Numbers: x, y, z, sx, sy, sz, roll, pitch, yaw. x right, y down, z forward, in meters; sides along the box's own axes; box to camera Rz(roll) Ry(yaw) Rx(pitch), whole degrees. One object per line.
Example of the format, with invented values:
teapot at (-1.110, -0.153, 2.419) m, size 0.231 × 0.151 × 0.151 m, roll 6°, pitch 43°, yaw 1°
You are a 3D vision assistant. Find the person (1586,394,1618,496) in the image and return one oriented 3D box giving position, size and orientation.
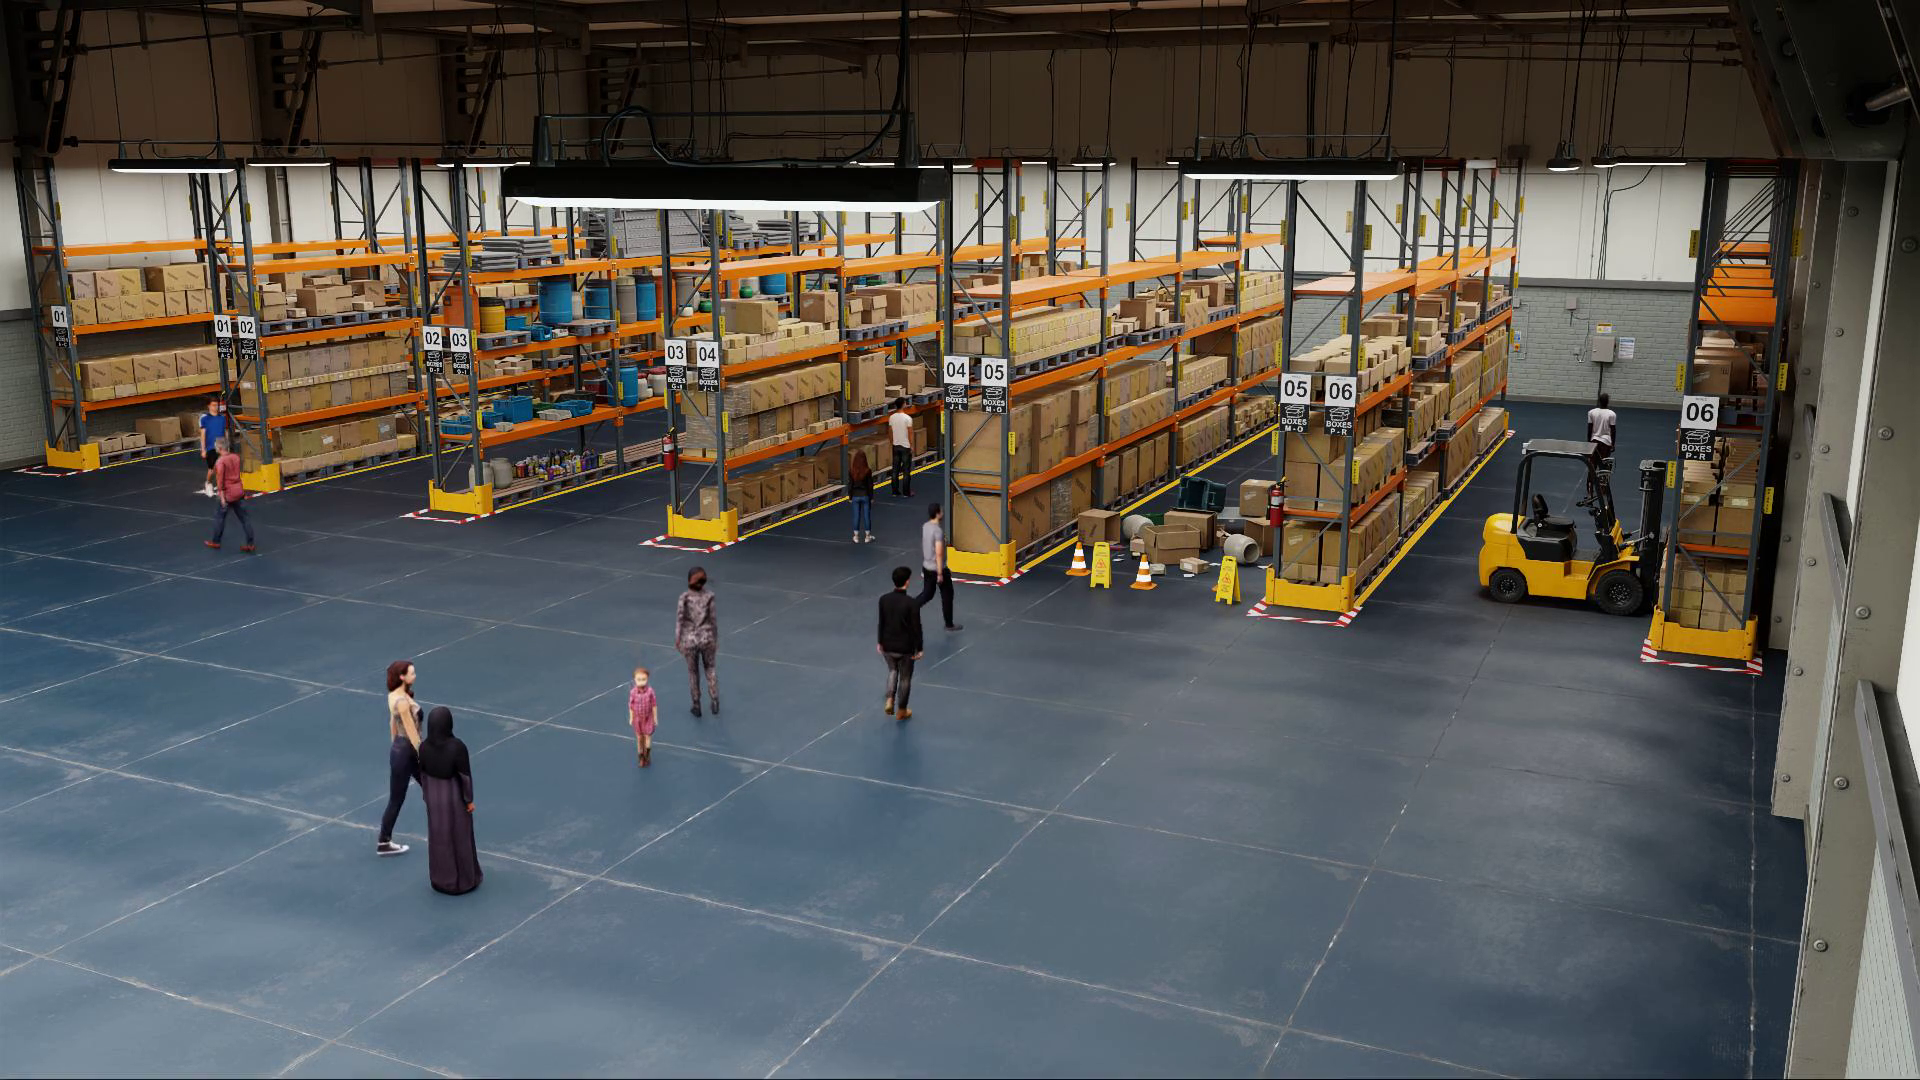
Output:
person at (11.666, -1.755, 30.279) m, size 0.712 × 1.835 × 0.613 m, roll 10°, pitch 17°, yaw 38°

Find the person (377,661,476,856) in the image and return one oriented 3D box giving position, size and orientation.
person at (-4.939, 1.940, 14.556) m, size 1.136 × 1.729 × 1.069 m, roll -5°, pitch 14°, yaw -21°

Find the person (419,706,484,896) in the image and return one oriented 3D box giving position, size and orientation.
person at (-4.283, 2.152, 13.891) m, size 0.656 × 1.615 × 0.660 m, roll 3°, pitch 13°, yaw 11°

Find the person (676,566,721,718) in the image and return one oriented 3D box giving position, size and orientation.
person at (-2.849, 1.122, 18.127) m, size 0.723 × 1.711 × 0.787 m, roll -6°, pitch 14°, yaw -23°

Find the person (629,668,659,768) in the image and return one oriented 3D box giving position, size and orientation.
person at (-3.203, 1.772, 16.868) m, size 0.620 × 1.012 × 0.707 m, roll -3°, pitch 13°, yaw -11°

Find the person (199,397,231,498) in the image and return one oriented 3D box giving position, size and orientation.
person at (-13.365, -1.639, 29.735) m, size 0.815 × 1.854 × 0.806 m, roll 10°, pitch 17°, yaw 38°

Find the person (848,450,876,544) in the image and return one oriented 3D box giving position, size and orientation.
person at (-1.573, -0.703, 26.512) m, size 0.630 × 1.483 × 0.630 m, roll 0°, pitch 13°, yaw 1°

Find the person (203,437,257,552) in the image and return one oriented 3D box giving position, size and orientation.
person at (-11.189, -0.676, 25.711) m, size 0.774 × 1.792 × 1.046 m, roll 6°, pitch 14°, yaw 23°

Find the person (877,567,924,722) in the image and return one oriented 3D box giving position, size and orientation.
person at (-0.691, 1.144, 18.032) m, size 0.646 × 1.711 × 0.603 m, roll 6°, pitch 14°, yaw 24°

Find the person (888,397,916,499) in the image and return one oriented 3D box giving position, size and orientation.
person at (-1.062, -1.677, 30.018) m, size 0.644 × 1.799 × 0.528 m, roll 7°, pitch 15°, yaw 26°

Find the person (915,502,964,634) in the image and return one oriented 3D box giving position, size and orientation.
person at (-0.392, 0.384, 21.263) m, size 1.181 × 1.734 × 0.998 m, roll -8°, pitch 15°, yaw -32°
